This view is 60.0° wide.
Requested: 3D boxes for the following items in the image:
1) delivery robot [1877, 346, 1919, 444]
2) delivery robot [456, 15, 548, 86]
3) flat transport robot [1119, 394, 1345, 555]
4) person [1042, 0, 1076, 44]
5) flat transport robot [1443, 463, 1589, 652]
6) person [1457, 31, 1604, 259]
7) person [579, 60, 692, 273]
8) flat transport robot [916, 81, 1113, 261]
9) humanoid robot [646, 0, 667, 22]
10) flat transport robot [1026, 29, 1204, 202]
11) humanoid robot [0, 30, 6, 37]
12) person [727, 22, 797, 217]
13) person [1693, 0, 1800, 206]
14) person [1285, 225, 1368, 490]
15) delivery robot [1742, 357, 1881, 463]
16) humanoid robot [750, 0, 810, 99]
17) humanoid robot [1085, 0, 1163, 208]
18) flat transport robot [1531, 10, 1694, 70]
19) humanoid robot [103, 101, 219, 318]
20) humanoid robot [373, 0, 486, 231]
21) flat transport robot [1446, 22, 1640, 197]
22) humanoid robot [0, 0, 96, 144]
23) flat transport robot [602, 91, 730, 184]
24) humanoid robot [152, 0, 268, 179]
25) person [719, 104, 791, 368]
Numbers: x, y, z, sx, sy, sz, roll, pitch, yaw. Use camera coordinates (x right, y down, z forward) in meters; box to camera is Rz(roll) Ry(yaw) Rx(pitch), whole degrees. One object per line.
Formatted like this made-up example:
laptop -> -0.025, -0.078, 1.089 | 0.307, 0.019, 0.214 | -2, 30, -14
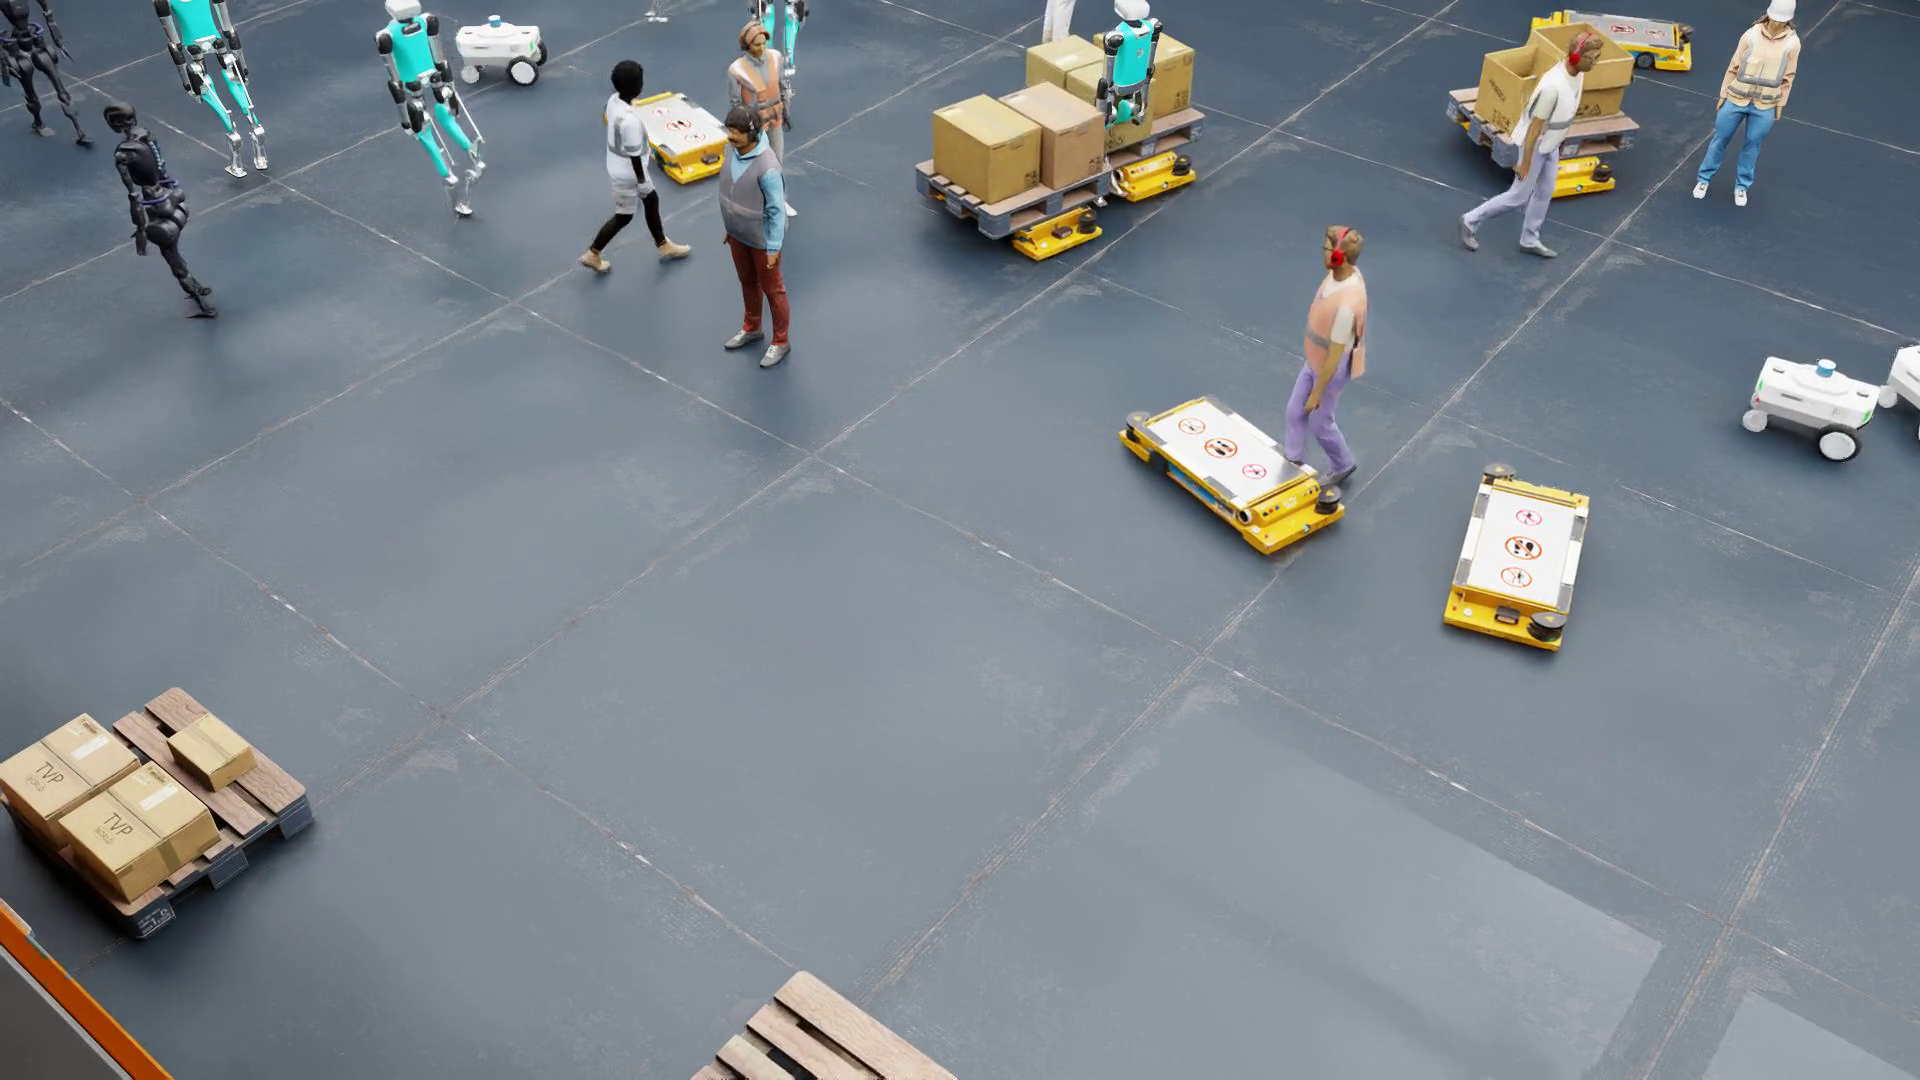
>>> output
delivery robot -> 6.501, -0.962, 10.983 | 0.499, 0.587, 0.789 | -11, 42, -13
delivery robot -> -4.155, -4.454, 15.103 | 0.795, 0.602, 0.499 | 0, 40, 0
flat transport robot -> 1.719, -0.463, 10.623 | 0.659, 0.231, 1.431 | -24, 46, -26
person -> 0.999, -5.338, 15.160 | 0.433, 1.825, 0.645 | -11, 42, -12
flat transport robot -> 3.363, 0.078, 9.987 | 0.659, 0.231, 1.431 | 15, 43, 17
person -> 4.233, -2.936, 12.347 | 0.694, 1.813, 0.619 | 24, 46, 26
person -> -2.485, -2.719, 12.202 | 0.808, 1.656, 0.545 | -10, 41, -12
flat transport robot -> 0.416, -2.674, 13.223 | 0.659, 0.231, 1.431 | -27, 47, -28
humanoid robot -> -2.946, -5.782, 15.756 | 0.670, 1.801, 0.550 | -8, 41, -9
flat transport robot -> 1.258, -3.277, 13.933 | 0.659, 0.231, 1.431 | -24, 46, -26
humanoid robot -> -9.360, -5.409, 15.343 | 0.599, 1.657, 0.315 | -13, 42, -15
person -> -1.532, -3.182, 12.766 | 0.516, 1.633, 0.307 | -32, 50, -32
person -> 6.198, -3.446, 13.013 | 0.487, 1.721, 0.379 | 16, 43, 18
person -> 2.250, -1.045, 10.124 | 0.616, 1.802, 0.638 | -1, 40, -1
delivery robot -> 5.614, -0.914, 10.916 | 0.747, 0.572, 0.499 | 22, 45, 24
humanoid robot -> -1.542, -4.424, 14.189 | 0.569, 1.786, 0.881 | 1, 40, 1
humanoid robot -> 1.133, -3.437, 12.888 | 0.533, 1.672, 0.735 | -27, 47, -28
flat transport robot -> 6.104, -4.692, 15.598 | 1.431, 0.231, 0.659 | 11, 42, 13
humanoid robot -> -5.620, -2.303, 11.705 | 0.360, 1.644, 0.585 | 0, 40, 1
humanoid robot -> -3.949, -3.186, 12.764 | 0.745, 1.872, 0.530 | 28, 48, 29
flat transport robot -> 4.844, -3.315, 13.977 | 0.659, 0.231, 1.431 | -10, 41, -11
humanoid robot -> -7.708, -4.059, 13.793 | 0.776, 1.627, 0.603 | 30, 49, 30
flat transport robot -> -2.428, -3.460, 14.149 | 0.659, 0.231, 1.431 | -25, 46, -27
humanoid robot -> -5.834, -3.637, 13.125 | 0.533, 1.671, 0.735 | -26, 47, -27
person -> -1.383, -2.072, 11.272 | 0.529, 1.880, 0.411 | 30, 49, 31
